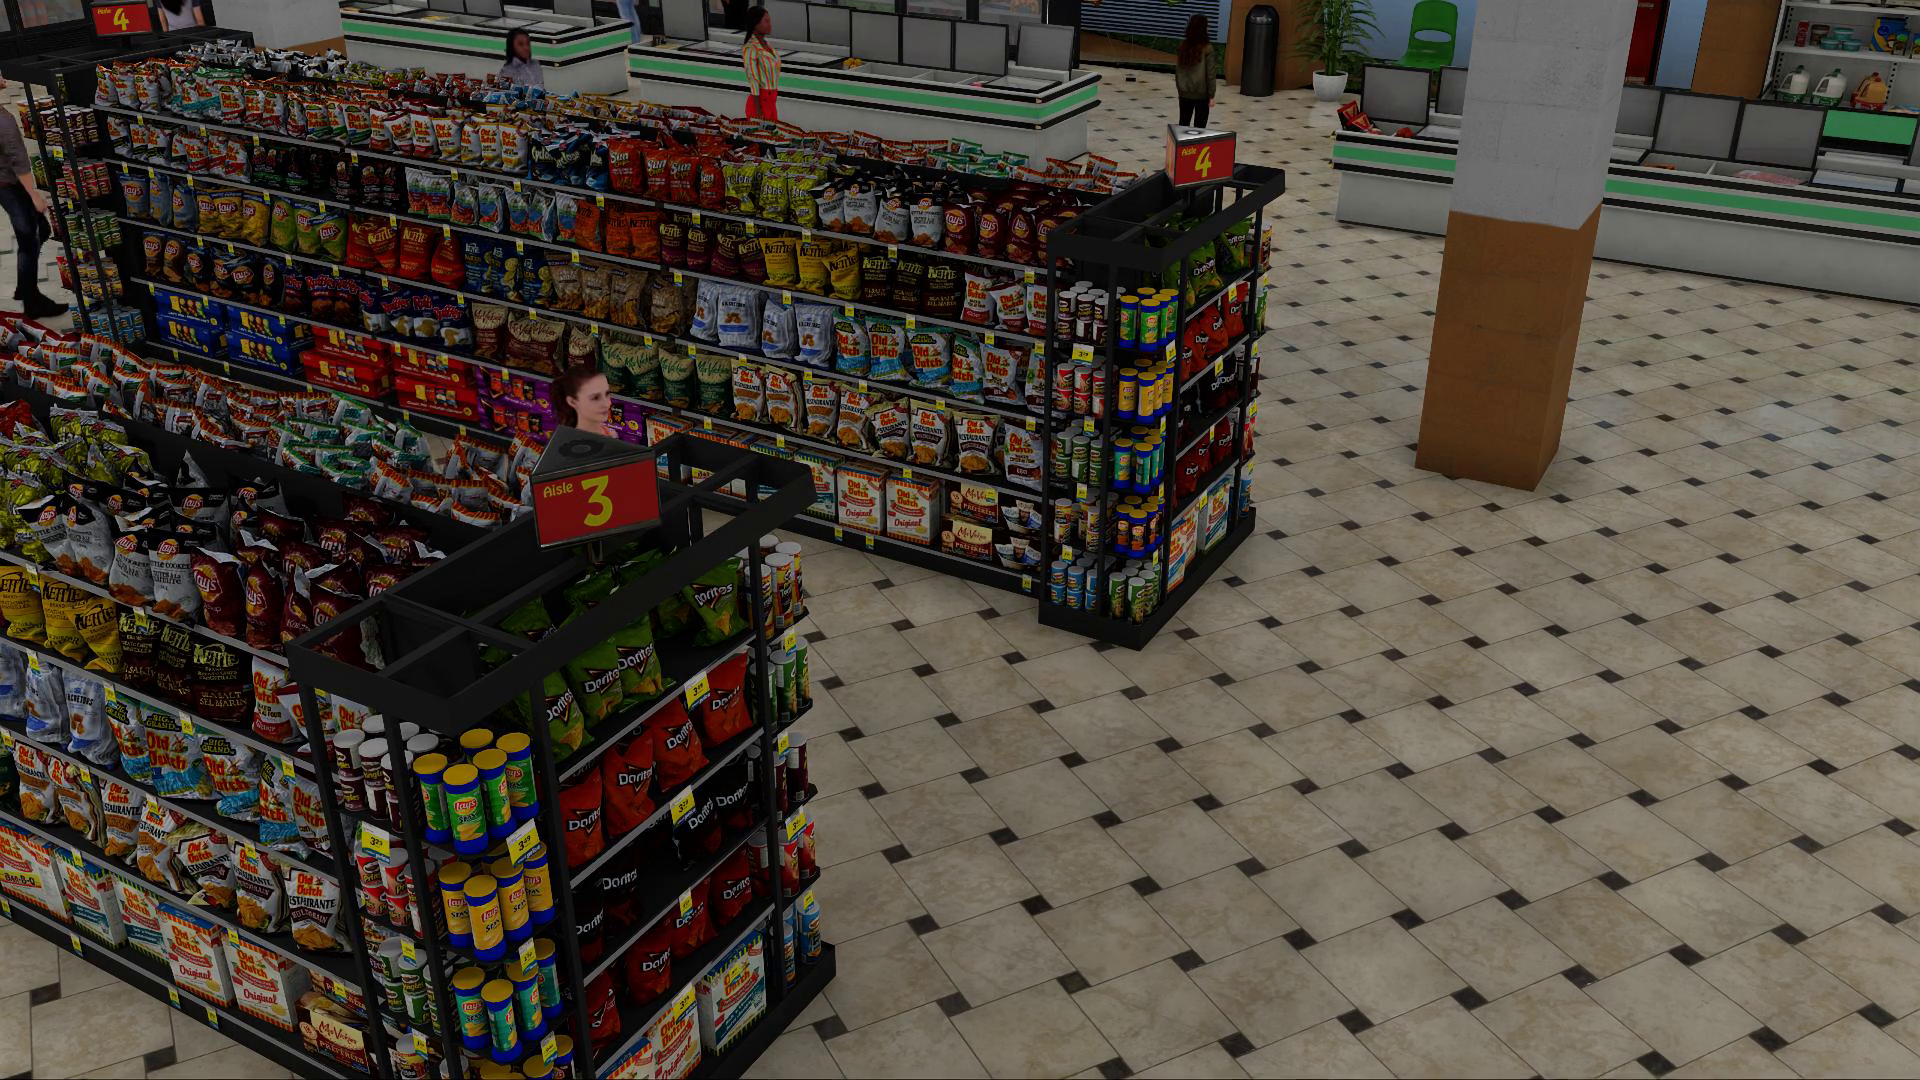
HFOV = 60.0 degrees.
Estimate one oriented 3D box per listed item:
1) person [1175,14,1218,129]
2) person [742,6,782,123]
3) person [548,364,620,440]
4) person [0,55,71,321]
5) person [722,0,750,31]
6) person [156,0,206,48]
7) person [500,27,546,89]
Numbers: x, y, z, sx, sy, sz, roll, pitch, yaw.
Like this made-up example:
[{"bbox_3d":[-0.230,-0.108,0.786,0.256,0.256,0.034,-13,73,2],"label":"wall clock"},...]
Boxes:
[{"bbox_3d":[2.222,-4.223,15.758,0.507,1.476,0.675,21,34,36],"label":"person"},{"bbox_3d":[-1.705,-3.675,14.327,0.626,1.793,0.652,6,27,11],"label":"person"},{"bbox_3d":[-1.587,0.092,6.988,1.187,1.714,0.662,19,33,33],"label":"person"},{"bbox_3d":[-6.858,-2.487,11.876,0.851,1.891,0.672,-23,35,-38],"label":"person"},{"bbox_3d":[-2.727,-6.580,20.006,0.628,1.838,0.663,11,29,20],"label":"person"},{"bbox_3d":[-8.158,-5.248,17.526,0.638,1.706,0.738,-1,27,-2],"label":"person"},{"bbox_3d":[-3.633,-3.401,13.879,0.690,1.710,0.675,21,34,36],"label":"person"}]
